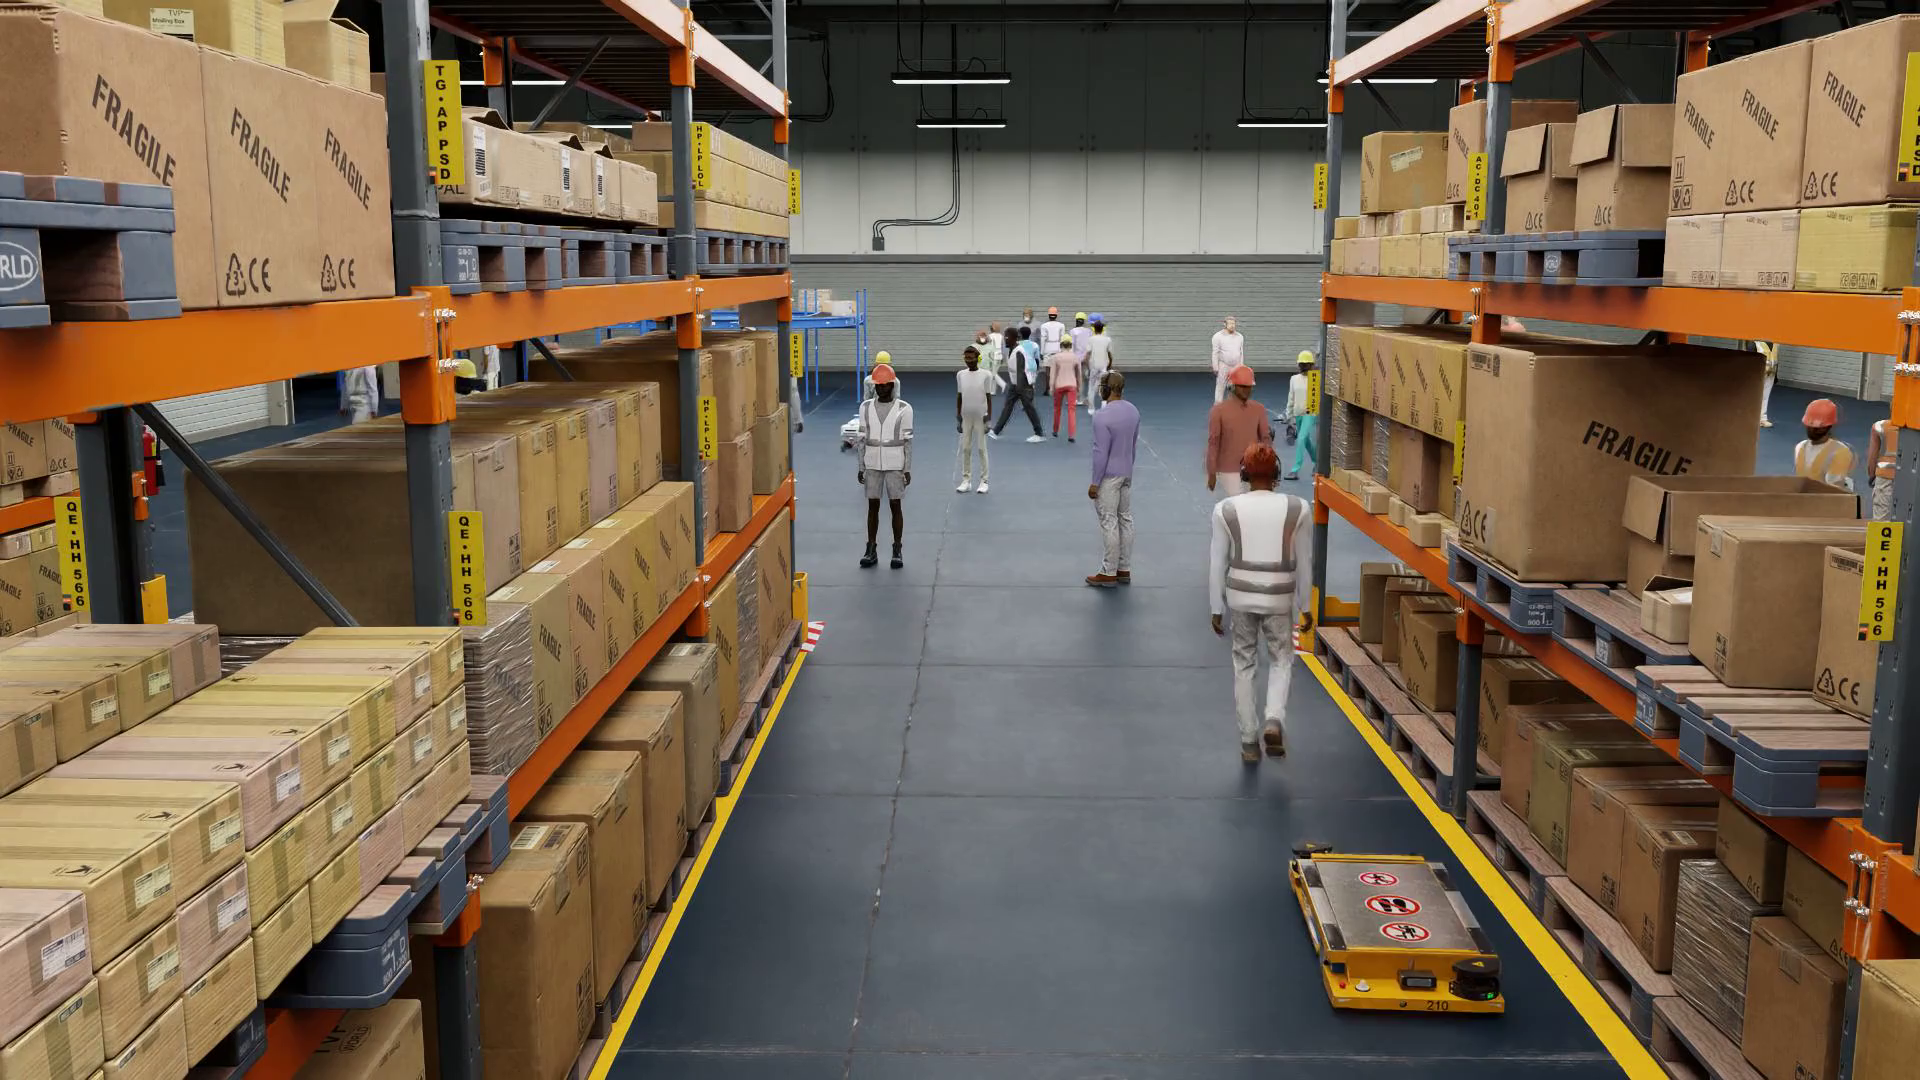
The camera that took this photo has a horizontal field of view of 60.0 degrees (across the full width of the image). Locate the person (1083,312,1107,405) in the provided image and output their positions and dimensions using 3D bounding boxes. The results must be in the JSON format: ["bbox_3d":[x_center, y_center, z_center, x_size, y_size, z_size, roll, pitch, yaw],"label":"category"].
[{"bbox_3d":[2.902,-3.704,33.988,0.844,1.900,0.660,-2,10,-13],"label":"person"}]

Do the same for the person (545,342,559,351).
[{"bbox_3d":[-6.565,-2.396,26.943,0.392,1.620,0.531,-2,10,-11],"label":"person"}]

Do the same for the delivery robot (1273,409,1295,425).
[{"bbox_3d":[5.308,-2.004,26.864,0.335,0.223,0.698,-3,10,-18],"label":"delivery robot"}]

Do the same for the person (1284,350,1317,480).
[{"bbox_3d":[4.681,-1.701,22.446,0.892,1.725,0.530,-8,12,-39],"label":"person"}]

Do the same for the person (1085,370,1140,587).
[{"bbox_3d":[1.368,-0.558,14.996,0.372,1.940,0.631,7,12,36],"label":"person"}]

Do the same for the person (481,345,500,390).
[{"bbox_3d":[-8.439,-3.006,29.904,0.312,1.864,0.511,1,10,7],"label":"person"}]

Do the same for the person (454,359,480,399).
[{"bbox_3d":[-5.039,-0.893,17.057,0.600,1.905,0.698,-7,12,-36],"label":"person"}]

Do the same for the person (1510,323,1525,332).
[{"bbox_3d":[8.775,-2.459,26.376,0.607,1.934,1.038,-1,10,-7],"label":"person"}]

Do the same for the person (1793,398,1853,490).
[{"bbox_3d":[6.623,-0.165,12.888,1.072,1.872,0.540,-4,10,-21],"label":"person"}]

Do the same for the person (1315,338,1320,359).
[{"bbox_3d":[8.294,-4.169,36.858,0.653,1.869,0.967,9,13,43],"label":"person"}]

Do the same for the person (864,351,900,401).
[{"bbox_3d":[-1.024,-1.618,21.956,0.486,1.736,0.318,1,10,5],"label":"person"}]

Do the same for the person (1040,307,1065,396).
[{"bbox_3d":[2.023,-4.137,36.439,0.551,1.934,0.373,-2,10,-10],"label":"person"}]

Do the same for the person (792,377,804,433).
[{"bbox_3d":[-2.207,-1.536,20.616,0.638,2.013,0.774,7,12,35],"label":"person"}]

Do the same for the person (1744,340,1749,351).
[{"bbox_3d":[18.458,-4.462,38.657,0.345,1.846,0.508,-6,11,-34],"label":"person"}]

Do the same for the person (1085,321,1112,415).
[{"bbox_3d":[2.628,-3.229,31.408,0.554,1.807,0.998,-1,9,-3],"label":"person"}]

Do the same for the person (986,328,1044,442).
[{"bbox_3d":[0.896,-2.515,27.034,1.052,1.844,0.602,-2,10,-14],"label":"person"}]

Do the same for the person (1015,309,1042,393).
[{"bbox_3d":[1.490,-4.142,36.642,0.652,1.882,1.036,4,10,22],"label":"person"}]

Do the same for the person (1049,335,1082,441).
[{"bbox_3d":[1.730,-2.500,27.292,0.559,1.710,0.909,-1,10,-5],"label":"person"}]

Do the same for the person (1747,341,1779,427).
[{"bbox_3d":[14.216,-2.920,29.431,0.619,1.845,0.430,-3,10,-15],"label":"person"}]

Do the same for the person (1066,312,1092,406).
[{"bbox_3d":[2.378,-3.674,33.821,0.658,1.895,0.490,-7,12,-38],"label":"person"}]

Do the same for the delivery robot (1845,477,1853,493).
[{"bbox_3d":[10.268,-0.667,19.632,0.477,0.478,0.707,2,10,12],"label":"delivery robot"}]

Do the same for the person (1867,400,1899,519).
[{"bbox_3d":[9.081,-0.599,16.131,0.514,1.641,0.308,6,11,34],"label":"person"}]

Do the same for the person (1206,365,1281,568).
[{"bbox_3d":[2.665,-0.658,15.554,0.628,1.939,1.004,-5,11,-28],"label":"person"}]

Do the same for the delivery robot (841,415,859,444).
[{"bbox_3d":[-1.589,-1.706,25.852,0.477,0.478,0.707,3,10,15],"label":"delivery robot"}]

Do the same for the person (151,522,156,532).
[{"bbox_3d":[-8.901,-0.944,17.477,0.547,1.896,1.014,1,10,4],"label":"person"}]

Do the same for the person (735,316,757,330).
[{"bbox_3d":[-3.983,-3.217,30.741,0.539,2.000,0.688,4,10,20],"label":"person"}]

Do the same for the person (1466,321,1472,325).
[{"bbox_3d":[10.422,-3.630,34.111,0.321,1.697,0.530,-5,11,-26],"label":"person"}]

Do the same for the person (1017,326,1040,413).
[{"bbox_3d":[1.278,-3.281,32.050,0.549,1.681,0.399,-3,10,-17],"label":"person"}]

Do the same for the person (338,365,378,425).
[{"bbox_3d":[-8.041,-1.755,22.188,0.512,1.924,0.615,-8,13,-41],"label":"person"}]

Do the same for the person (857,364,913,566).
[{"bbox_3d":[-0.723,-0.716,15.934,0.543,1.940,0.361,2,10,10],"label":"person"}]

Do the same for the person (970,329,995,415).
[{"bbox_3d":[0.419,-3.209,31.830,0.503,1.645,0.310,0,9,0],"label":"person"}]

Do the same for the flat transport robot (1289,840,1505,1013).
[{"bbox_3d":[1.819,1.615,7.089,0.652,0.197,1.431,1,9,4],"label":"flat transport robot"}]

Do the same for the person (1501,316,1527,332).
[{"bbox_3d":[11.331,-3.737,34.272,0.649,1.877,0.715,0,9,-2],"label":"person"}]

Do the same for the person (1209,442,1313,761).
[{"bbox_3d":[1.740,0.372,9.626,0.609,1.870,0.462,2,10,10],"label":"person"}]

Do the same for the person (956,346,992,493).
[{"bbox_3d":[0.175,-1.533,21.093,0.496,1.856,0.327,4,10,24],"label":"person"}]

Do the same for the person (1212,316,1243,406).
[{"bbox_3d":[4.985,-3.191,30.858,0.643,1.909,0.410,-4,10,-21],"label":"person"}]

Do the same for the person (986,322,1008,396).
[{"bbox_3d":[0.809,-3.946,36.236,0.613,1.616,0.519,8,12,39],"label":"person"}]
